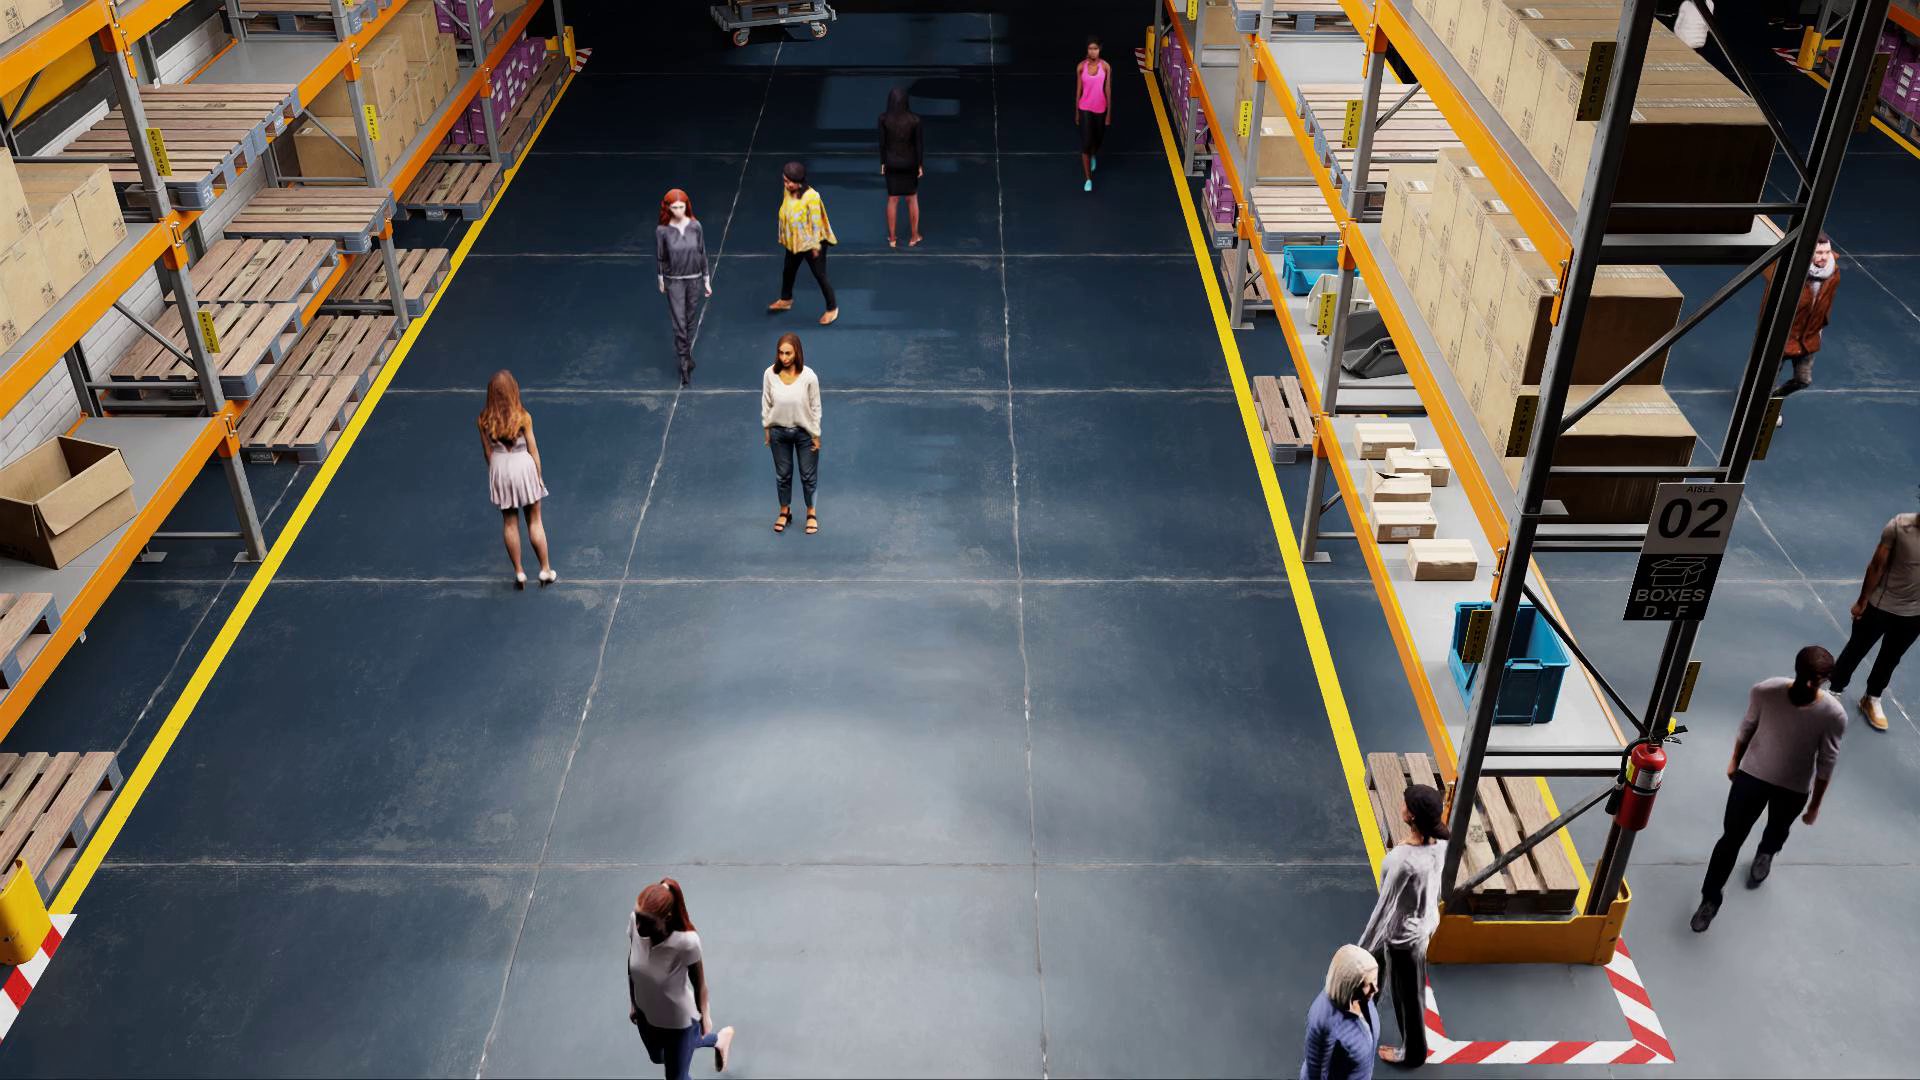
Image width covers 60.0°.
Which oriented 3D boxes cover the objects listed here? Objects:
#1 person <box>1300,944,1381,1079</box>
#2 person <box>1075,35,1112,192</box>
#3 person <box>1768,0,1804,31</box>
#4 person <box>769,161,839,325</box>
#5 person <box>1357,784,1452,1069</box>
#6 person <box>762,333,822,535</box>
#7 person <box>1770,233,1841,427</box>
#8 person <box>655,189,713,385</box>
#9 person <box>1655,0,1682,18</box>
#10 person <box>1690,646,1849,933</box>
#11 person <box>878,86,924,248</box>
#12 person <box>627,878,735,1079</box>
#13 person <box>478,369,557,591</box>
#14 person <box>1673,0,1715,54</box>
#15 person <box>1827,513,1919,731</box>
[{"bbox_3d":[1.680,2.476,7.756,0.935,1.733,0.886,22,40,30],"label":"person"},{"bbox_3d":[1.512,-4.871,18.843,0.581,1.695,1.076,1,34,2],"label":"person"},{"bbox_3d":[12.052,-8.324,23.864,0.852,1.888,0.737,-12,36,-18],"label":"person"},{"bbox_3d":[-1.474,-2.836,15.846,0.972,1.623,1.029,28,43,35],"label":"person"},{"bbox_3d":[2.353,2.002,8.451,1.022,1.753,0.961,20,39,27],"label":"person"},{"bbox_3d":[-1.277,-0.829,12.773,0.648,1.683,0.588,5,34,8],"label":"person"},{"bbox_3d":[7.000,-1.765,14.050,0.710,1.829,0.704,-1,34,-2],"label":"person"},{"bbox_3d":[-2.506,-2.352,14.995,0.760,1.760,0.906,-13,36,-19],"label":"person"},{"bbox_3d":[10.614,-8.451,24.451,0.685,1.449,0.654,-3,34,-5],"label":"person"},{"bbox_3d":[4.650,1.328,9.429,1.073,1.794,1.256,20,38,27],"label":"person"},{"bbox_3d":[-0.615,-3.902,17.362,0.619,1.721,0.516,2,34,3],"label":"person"},{"bbox_3d":[-1.351,2.247,8.110,0.867,1.721,1.010,20,38,27],"label":"person"},{"bbox_3d":[-3.228,-0.422,12.084,0.563,1.768,0.576,-2,34,-3],"label":"person"},{"bbox_3d":[9.224,-6.279,21.024,0.636,1.625,0.590,2,34,3],"label":"person"},{"bbox_3d":[6.053,0.397,10.740,0.699,1.892,0.607,6,34,10],"label":"person"}]
